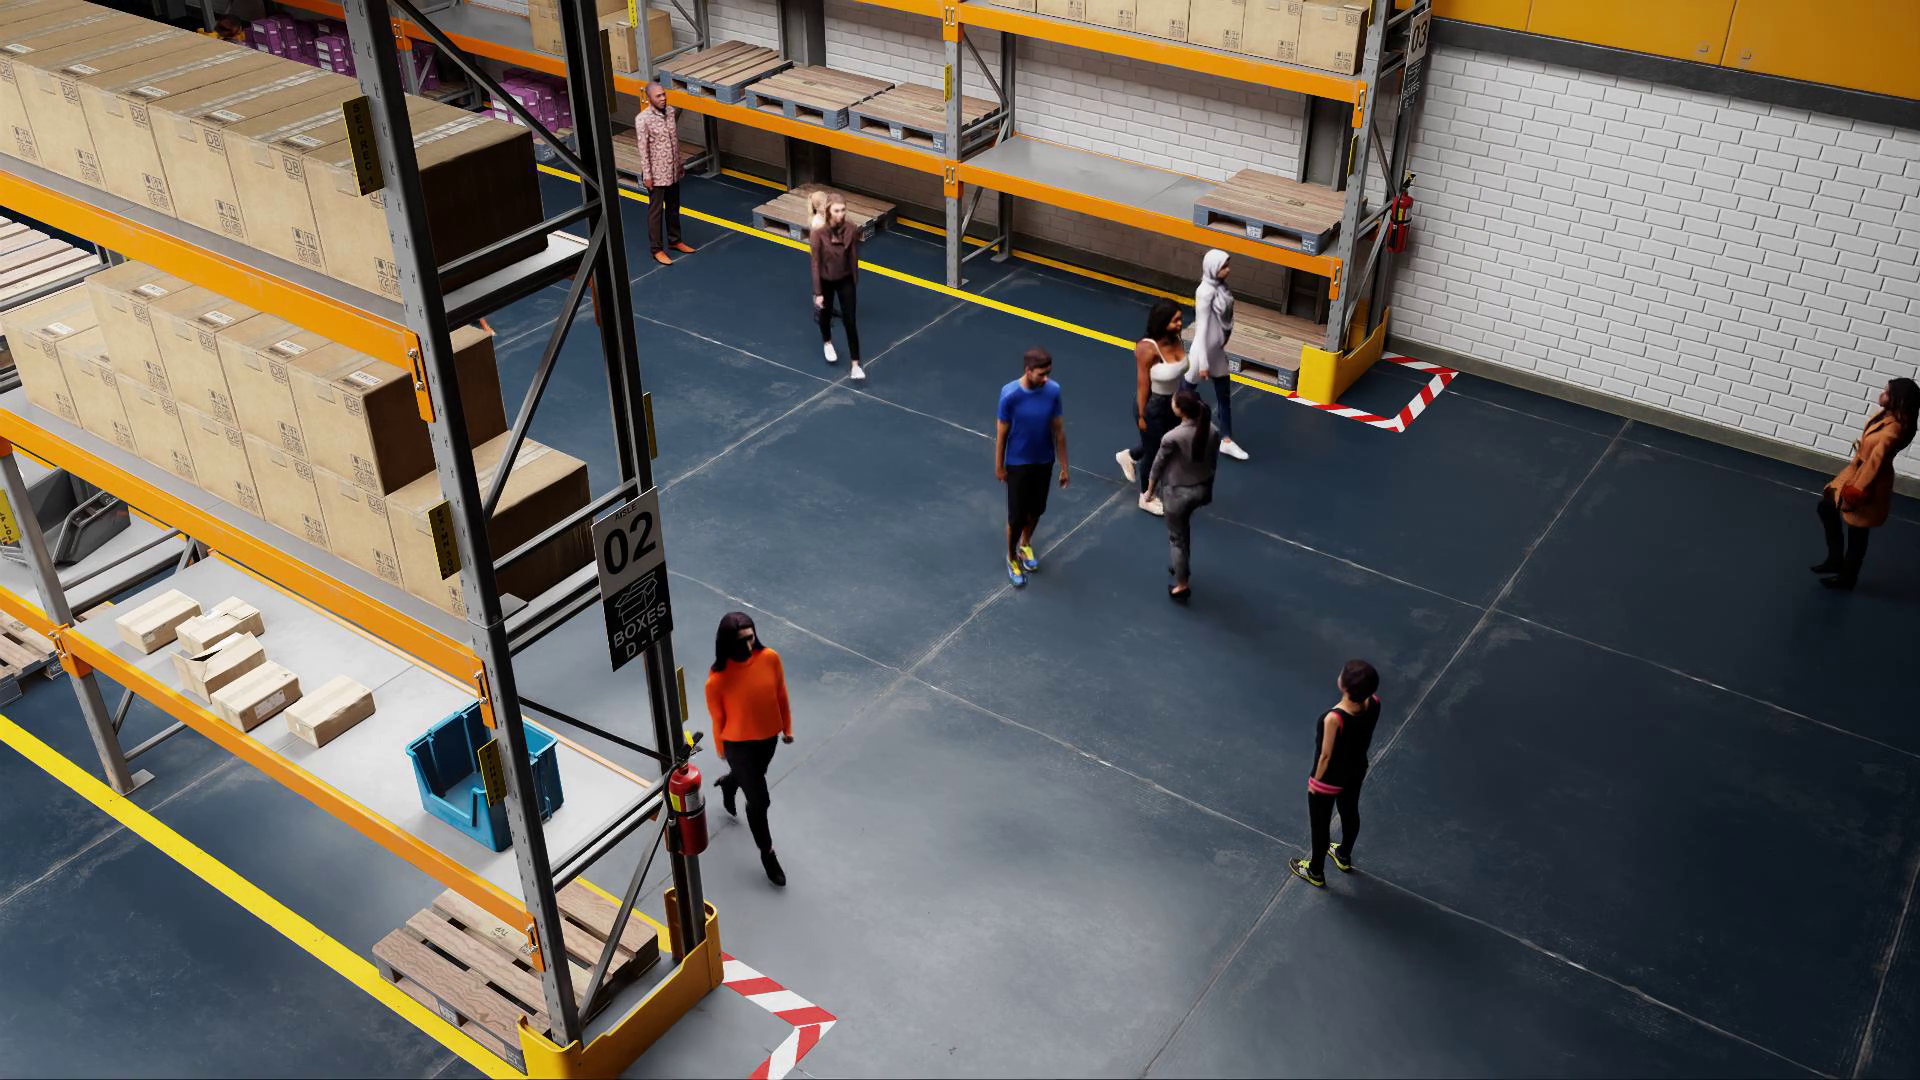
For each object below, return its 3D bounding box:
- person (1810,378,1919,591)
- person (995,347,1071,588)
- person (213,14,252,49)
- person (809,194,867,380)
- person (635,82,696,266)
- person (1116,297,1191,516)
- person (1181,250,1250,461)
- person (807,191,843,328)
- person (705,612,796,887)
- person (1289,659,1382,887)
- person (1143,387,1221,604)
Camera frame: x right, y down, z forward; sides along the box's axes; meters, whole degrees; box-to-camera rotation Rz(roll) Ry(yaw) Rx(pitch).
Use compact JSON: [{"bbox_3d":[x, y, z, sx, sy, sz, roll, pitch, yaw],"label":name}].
[{"bbox_3d":[6.476,-0.349,11.707,0.758,1.708,0.786,13,36,18],"label":"person"},{"bbox_3d":[0.469,-0.606,11.971,0.797,1.843,0.858,-11,35,-16],"label":"person"},{"bbox_3d":[-8.077,-5.082,18.819,0.543,1.717,0.680,13,36,18],"label":"person"},{"bbox_3d":[-1.134,-2.269,14.643,1.022,1.654,1.155,-10,35,-15],"label":"person"},{"bbox_3d":[-2.988,-3.704,16.663,0.562,1.808,0.681,21,39,28],"label":"person"},{"bbox_3d":[1.419,-1.036,12.662,0.873,1.795,0.686,27,42,34],"label":"person"},{"bbox_3d":[1.912,-1.509,13.427,1.141,1.734,0.648,22,40,30],"label":"person"},{"bbox_3d":[-1.292,-2.657,15.567,0.556,1.279,0.536,11,35,16],"label":"person"},{"bbox_3d":[-1.239,1.096,9.524,0.837,1.717,1.163,-24,41,-32],"label":"person"},{"bbox_3d":[2.146,1.293,9.380,0.606,1.548,0.614,-20,38,-27],"label":"person"},{"bbox_3d":[1.608,-0.258,11.612,0.726,1.660,0.762,-17,37,-24],"label":"person"}]
